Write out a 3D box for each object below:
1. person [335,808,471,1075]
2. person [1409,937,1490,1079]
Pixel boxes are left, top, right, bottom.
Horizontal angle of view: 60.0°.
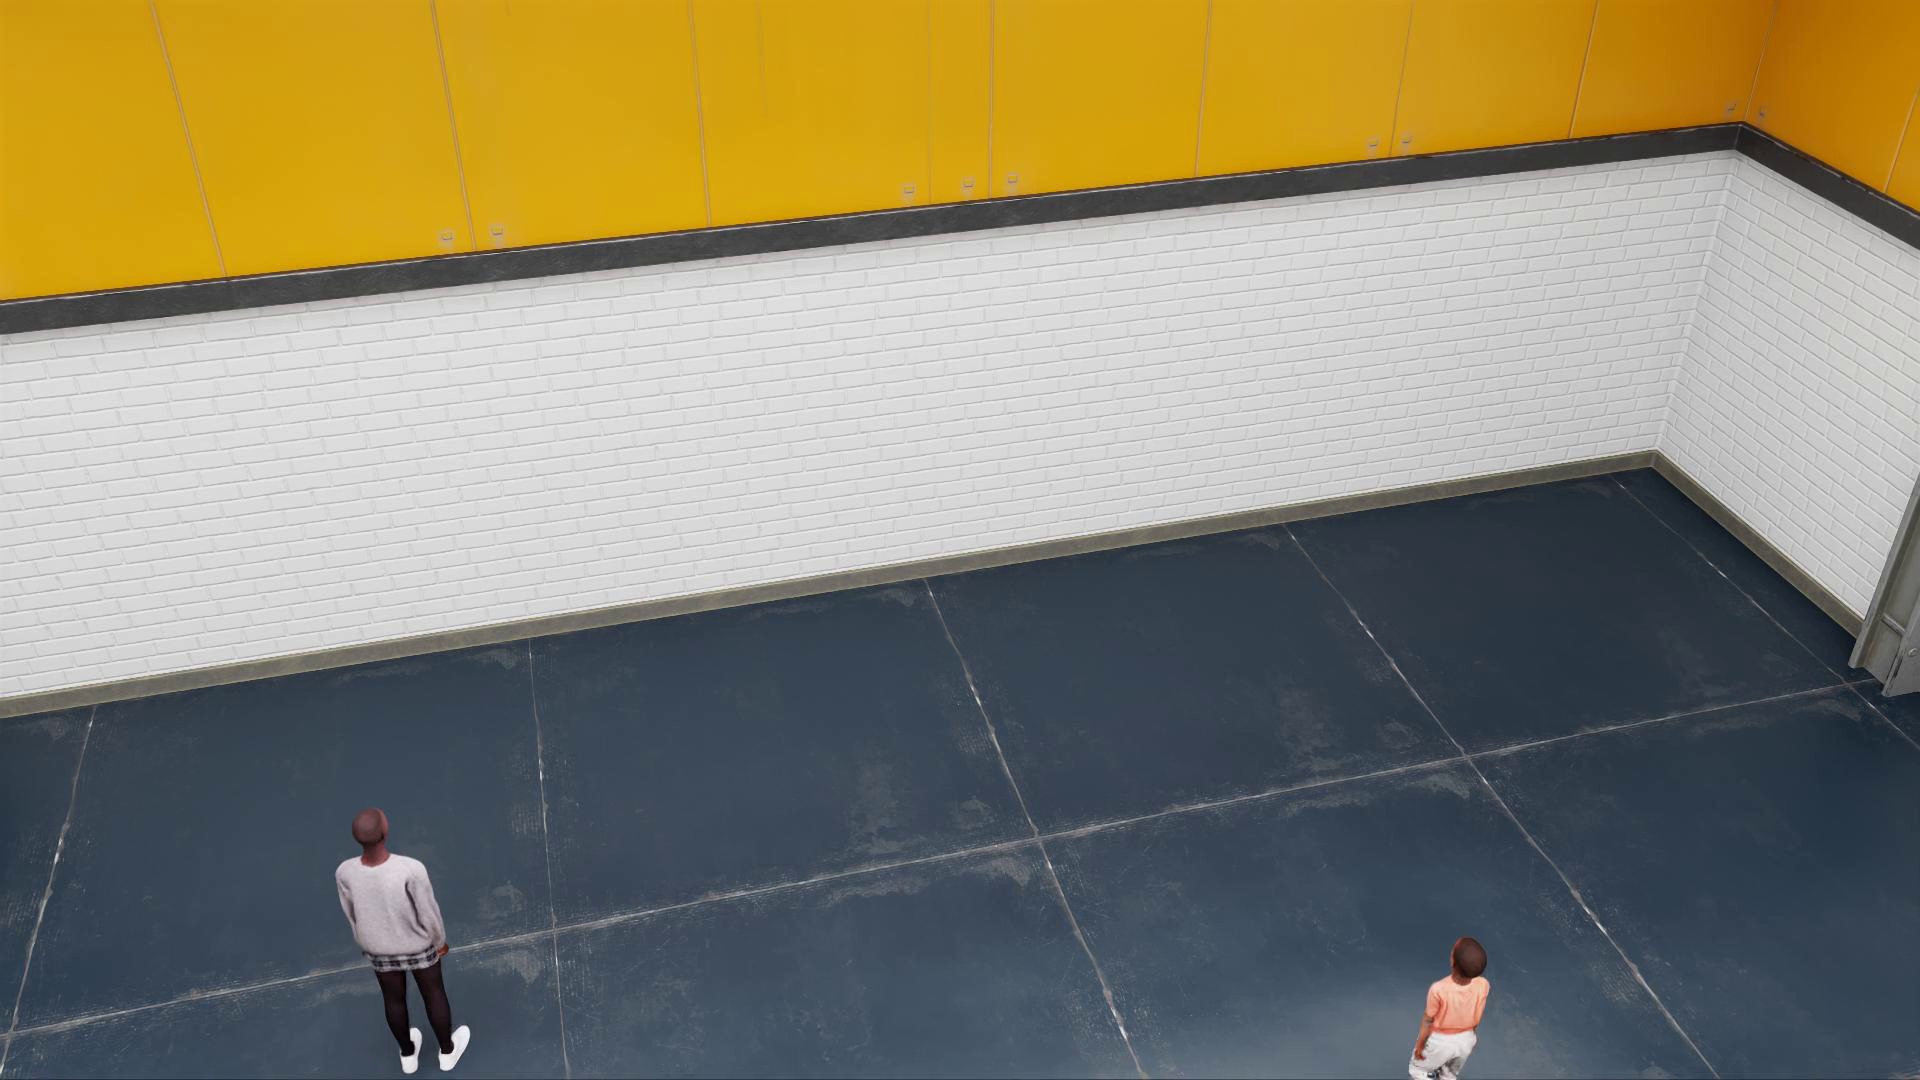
[{"bbox_3d":[-2.897,2.077,8.587,0.660,1.772,0.592,-1,34,-2],"label":"person"},{"bbox_3d":[2.465,2.533,8.327,0.551,1.300,0.703,-2,34,-4],"label":"person"}]
